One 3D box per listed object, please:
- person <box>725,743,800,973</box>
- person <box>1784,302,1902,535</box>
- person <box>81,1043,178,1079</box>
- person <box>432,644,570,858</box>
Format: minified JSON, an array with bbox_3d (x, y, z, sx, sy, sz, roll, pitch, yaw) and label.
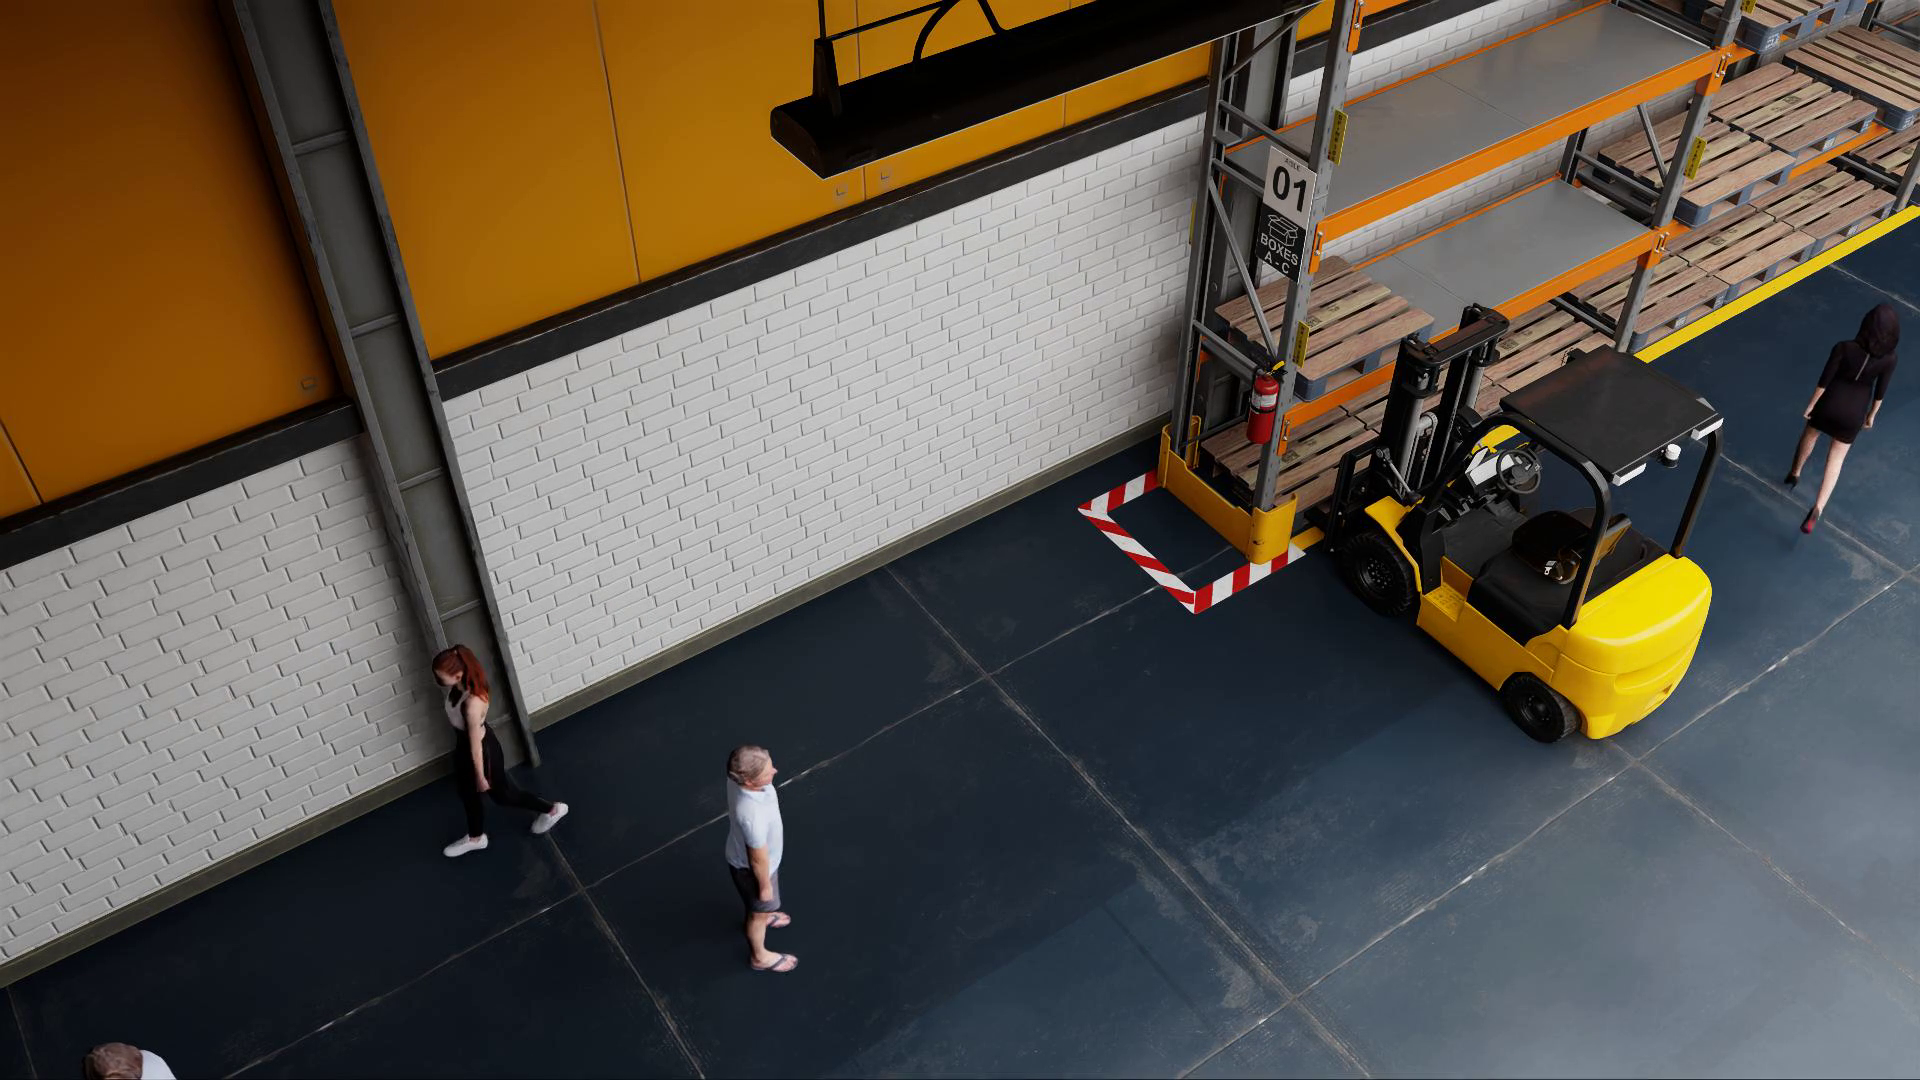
[{"bbox_3d":[-1.138,1.709,9.102,0.717,1.828,0.738,-7,44,-7],"label":"person"},{"bbox_3d":[6.229,-0.834,11.809,0.989,1.775,1.176,17,46,17],"label":"person"},{"bbox_3d":[-3.685,2.882,7.823,0.729,1.893,0.746,-7,44,-8],"label":"person"},{"bbox_3d":[-2.720,1.221,9.688,1.047,1.727,0.714,-18,47,-18],"label":"person"}]
